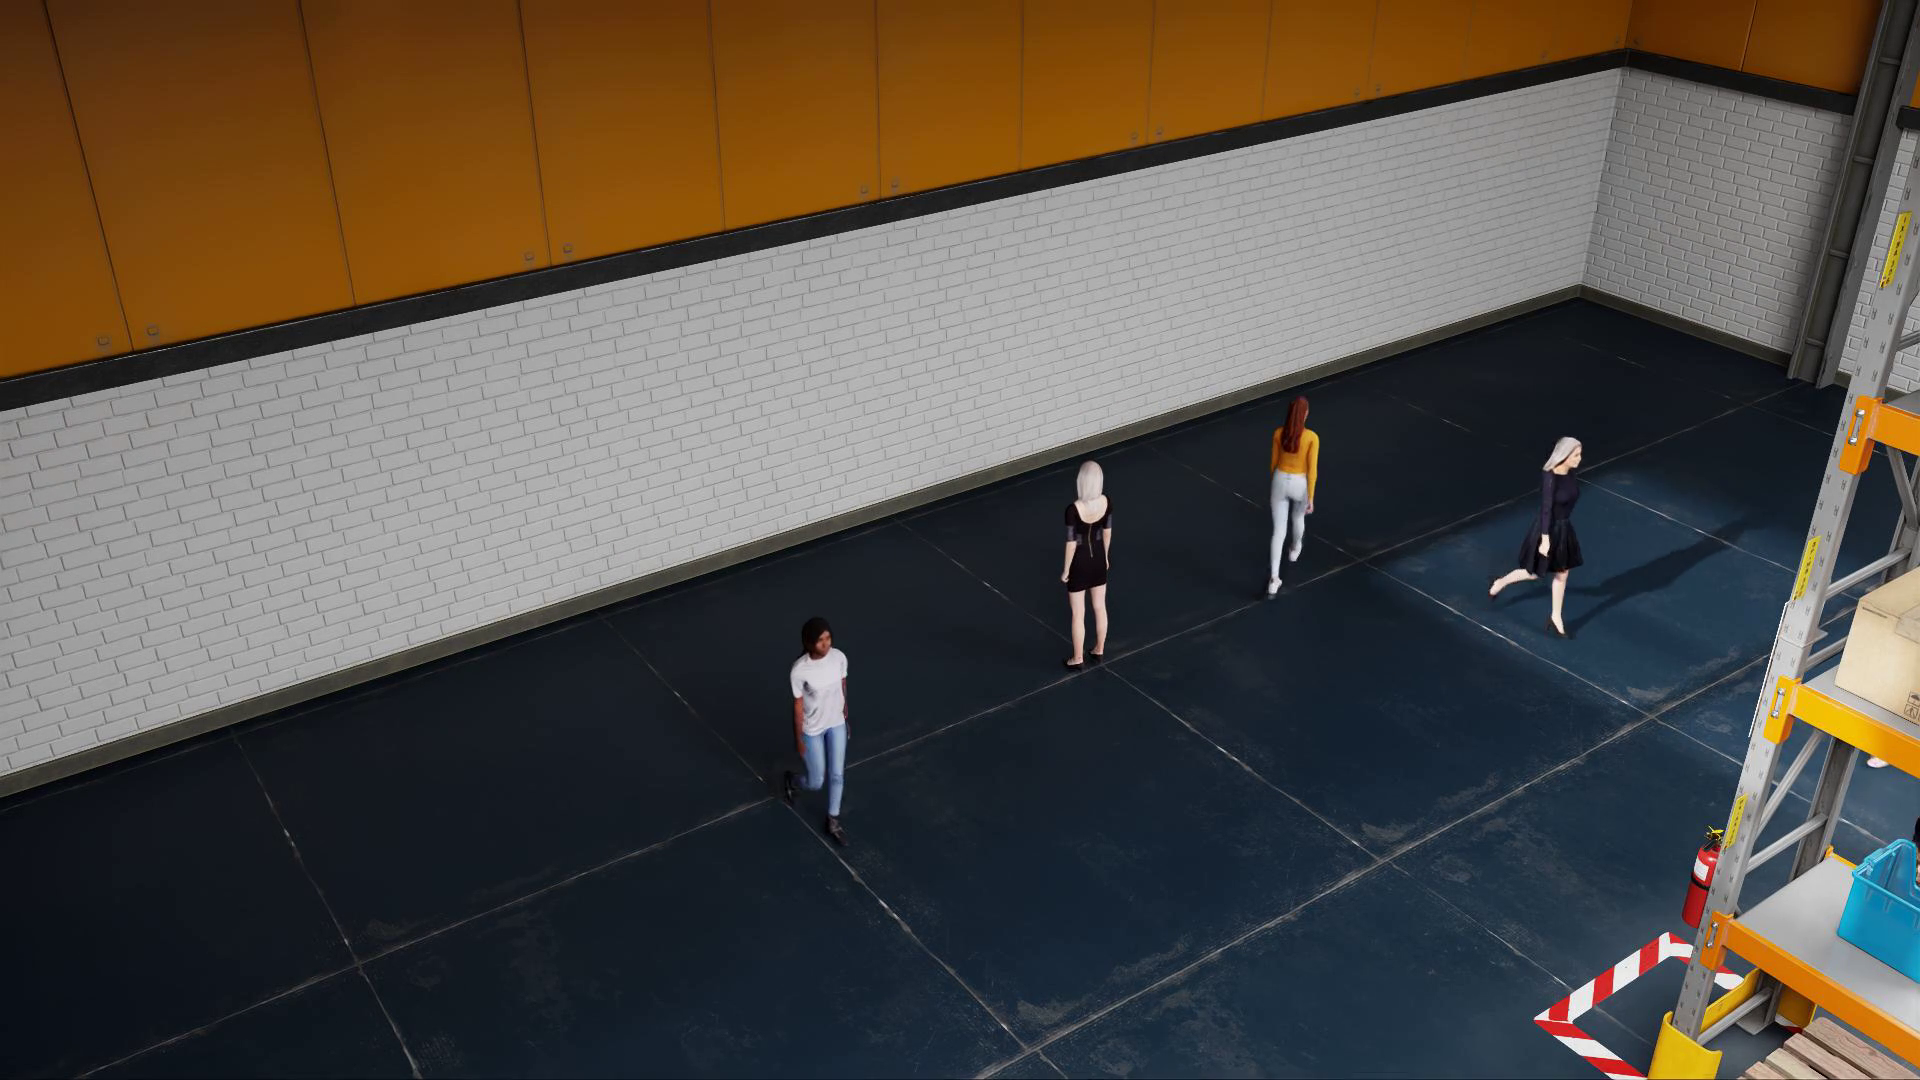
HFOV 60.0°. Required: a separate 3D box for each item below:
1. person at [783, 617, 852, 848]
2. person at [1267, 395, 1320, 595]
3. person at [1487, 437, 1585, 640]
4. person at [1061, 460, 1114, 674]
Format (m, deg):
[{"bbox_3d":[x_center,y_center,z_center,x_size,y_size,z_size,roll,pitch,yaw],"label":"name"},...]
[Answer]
[{"bbox_3d":[-0.973,1.248,11.207,0.605,1.706,0.873,-21,35,-33],"label":"person"},{"bbox_3d":[2.777,-0.351,14.150,1.187,1.695,1.118,10,30,18],"label":"person"},{"bbox_3d":[4.744,-0.036,13.541,0.660,1.726,1.016,-22,36,-35],"label":"person"},{"bbox_3d":[0.993,0.205,12.991,0.603,1.829,0.538,-14,32,-24],"label":"person"}]
